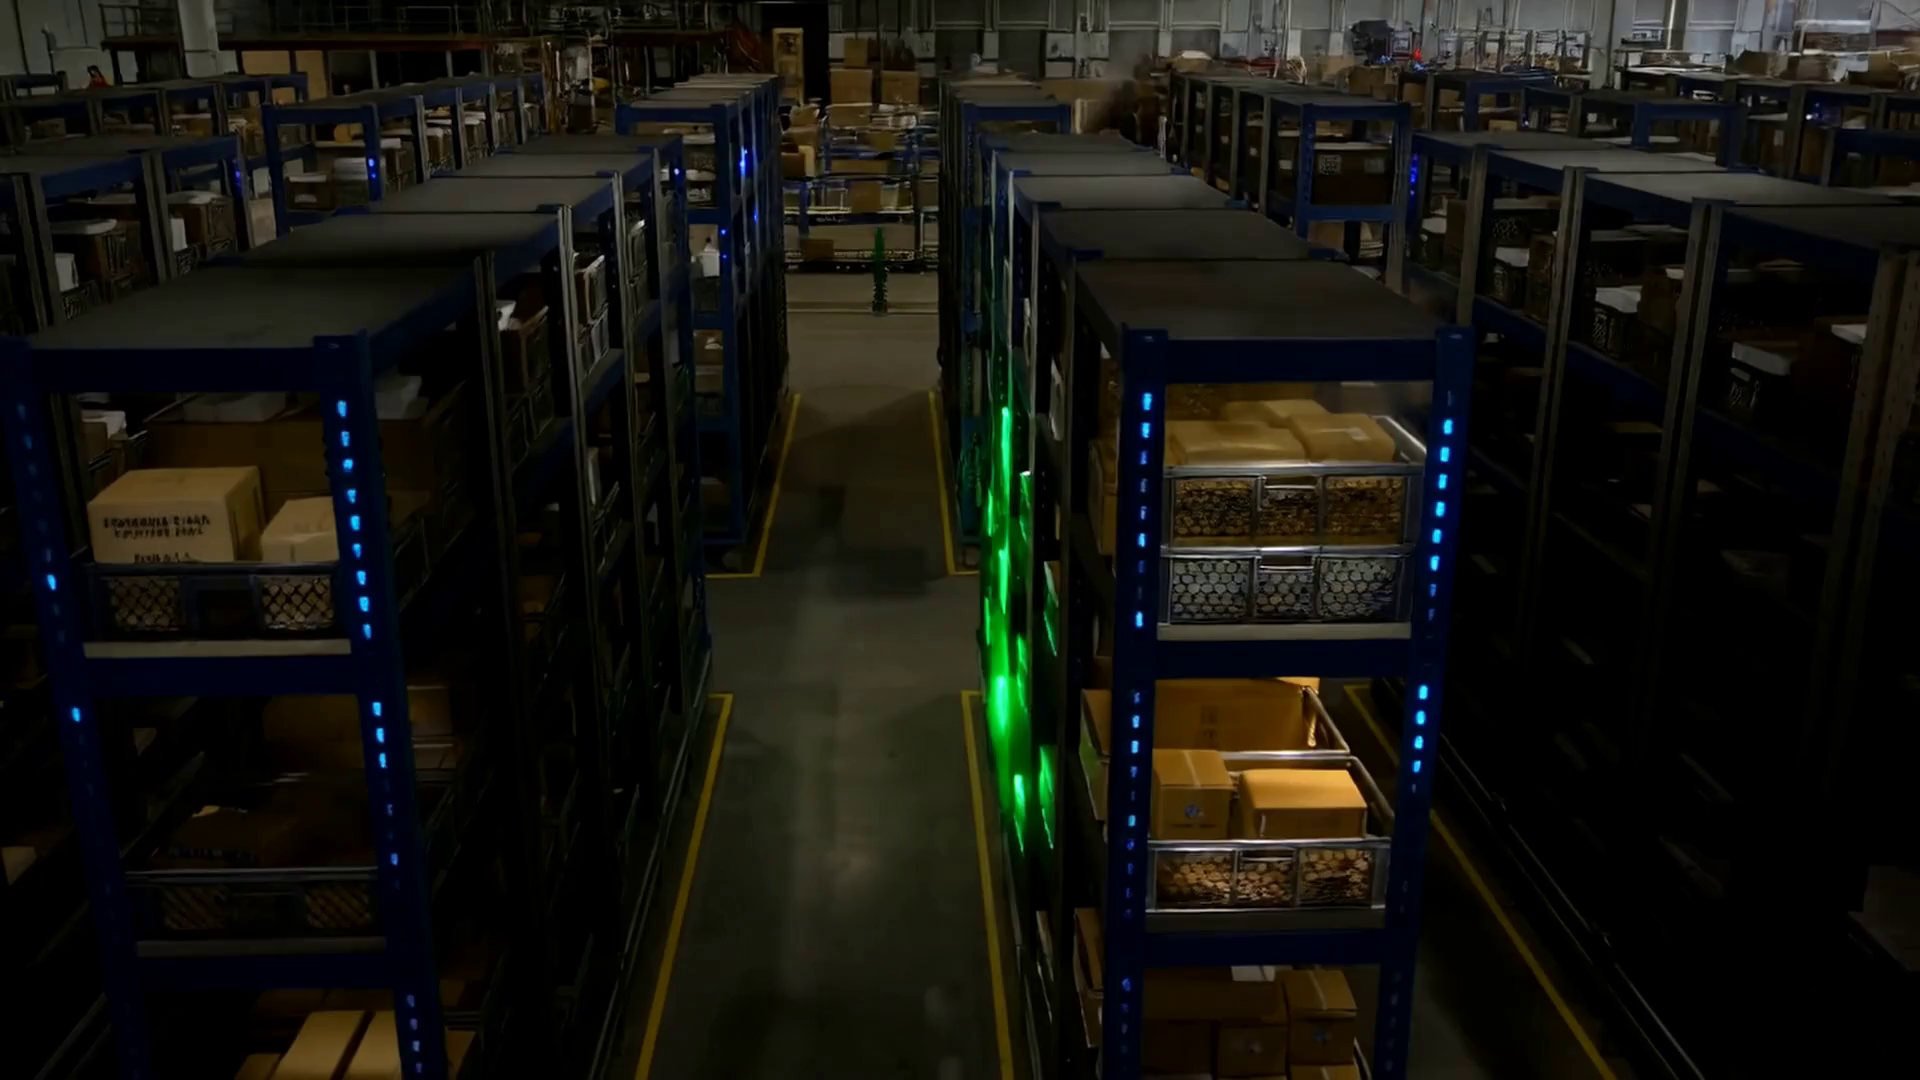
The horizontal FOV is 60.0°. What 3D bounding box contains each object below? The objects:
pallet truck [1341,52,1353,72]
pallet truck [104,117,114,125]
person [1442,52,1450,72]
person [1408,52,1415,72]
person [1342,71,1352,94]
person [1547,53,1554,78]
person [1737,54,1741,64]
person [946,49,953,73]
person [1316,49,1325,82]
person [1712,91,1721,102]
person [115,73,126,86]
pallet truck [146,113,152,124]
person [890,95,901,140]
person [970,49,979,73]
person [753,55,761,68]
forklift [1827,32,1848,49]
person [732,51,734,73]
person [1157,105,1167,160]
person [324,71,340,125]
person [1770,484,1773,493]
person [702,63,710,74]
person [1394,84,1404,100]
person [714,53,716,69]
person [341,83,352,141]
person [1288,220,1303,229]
[{"bbox_3d":[18.794,-23.123,82.231,0.823,1.965,1.885,-13,22,-35],"label":"pallet truck"},{"bbox_3d":[-18.367,-7.885,35.078,1.885,1.965,0.823,1,18,2],"label":"pallet truck"},{"bbox_3d":[25.470,-24.780,87.651,0.781,1.821,0.520,8,19,23],"label":"person"},{"bbox_3d":[23.249,-24.193,85.745,0.334,1.873,0.521,0,18,0],"label":"person"},{"bbox_3d":[13.980,-15.977,60.217,0.377,1.936,0.628,0,18,0],"label":"person"},{"bbox_3d":[31.260,-24.886,88.093,0.308,1.744,0.485,0,18,0],"label":"person"},{"bbox_3d":[37.330,-22.330,79.872,0.377,1.940,0.628,0,18,0],"label":"person"},{"bbox_3d":[-0.554,-24.616,86.855,0.387,1.996,0.611,0,18,0],"label":"person"},{"bbox_3d":[18.867,-24.648,86.963,0.392,1.990,0.611,0,18,0],"label":"person"},{"bbox_3d":[22.891,-12.776,50.319,0.376,1.933,0.544,0,18,0],"label":"person"},{"bbox_3d":[-29.703,-15.601,59.064,0.381,1.928,0.587,0,18,0],"label":"person"},{"bbox_3d":[-18.087,-8.309,36.390,1.885,1.965,0.823,-1,18,-4],"label":"pallet truck"},{"bbox_3d":[-1.839,-11.844,47.708,0.329,1.764,0.524,0,18,0],"label":"person"},{"bbox_3d":[0.774,-26.732,93.711,0.907,1.809,0.612,17,24,42],"label":"person"},{"bbox_3d":[-10.594,-24.794,87.858,0.869,1.710,0.530,-11,21,-31],"label":"person"},{"bbox_3d":[46.023,-25.321,87.619,1.129,2.768,1.873,-1,18,-2],"label":"forklift"},{"bbox_3d":[-12.728,-26.734,93.512,0.376,1.933,0.544,0,18,0],"label":"person"},{"bbox_3d":[5.092,-9.926,41.611,0.334,1.864,0.521,0,18,0],"label":"person"},{"bbox_3d":[-22.935,-16.136,60.715,0.376,1.933,0.544,0,18,0],"label":"person"},{"bbox_3d":[5.955,-0.265,11.749,0.395,1.839,0.564,0,18,0],"label":"person"},{"bbox_3d":[-9.851,-17.464,64.645,0.389,2.045,0.606,0,18,0],"label":"person"},{"bbox_3d":[17.205,-17.459,65.183,0.322,1.697,0.533,0,18,0],"label":"person"},{"bbox_3d":[-13.502,-25.860,91.179,0.322,1.697,0.533,0,18,0],"label":"person"},{"bbox_3d":[-19.319,-13.474,52.555,0.360,1.883,0.574,0,18,0],"label":"person"},{"bbox_3d":[3.821,-2.769,19.399,0.401,1.904,0.640,0,18,0],"label":"person"}]
